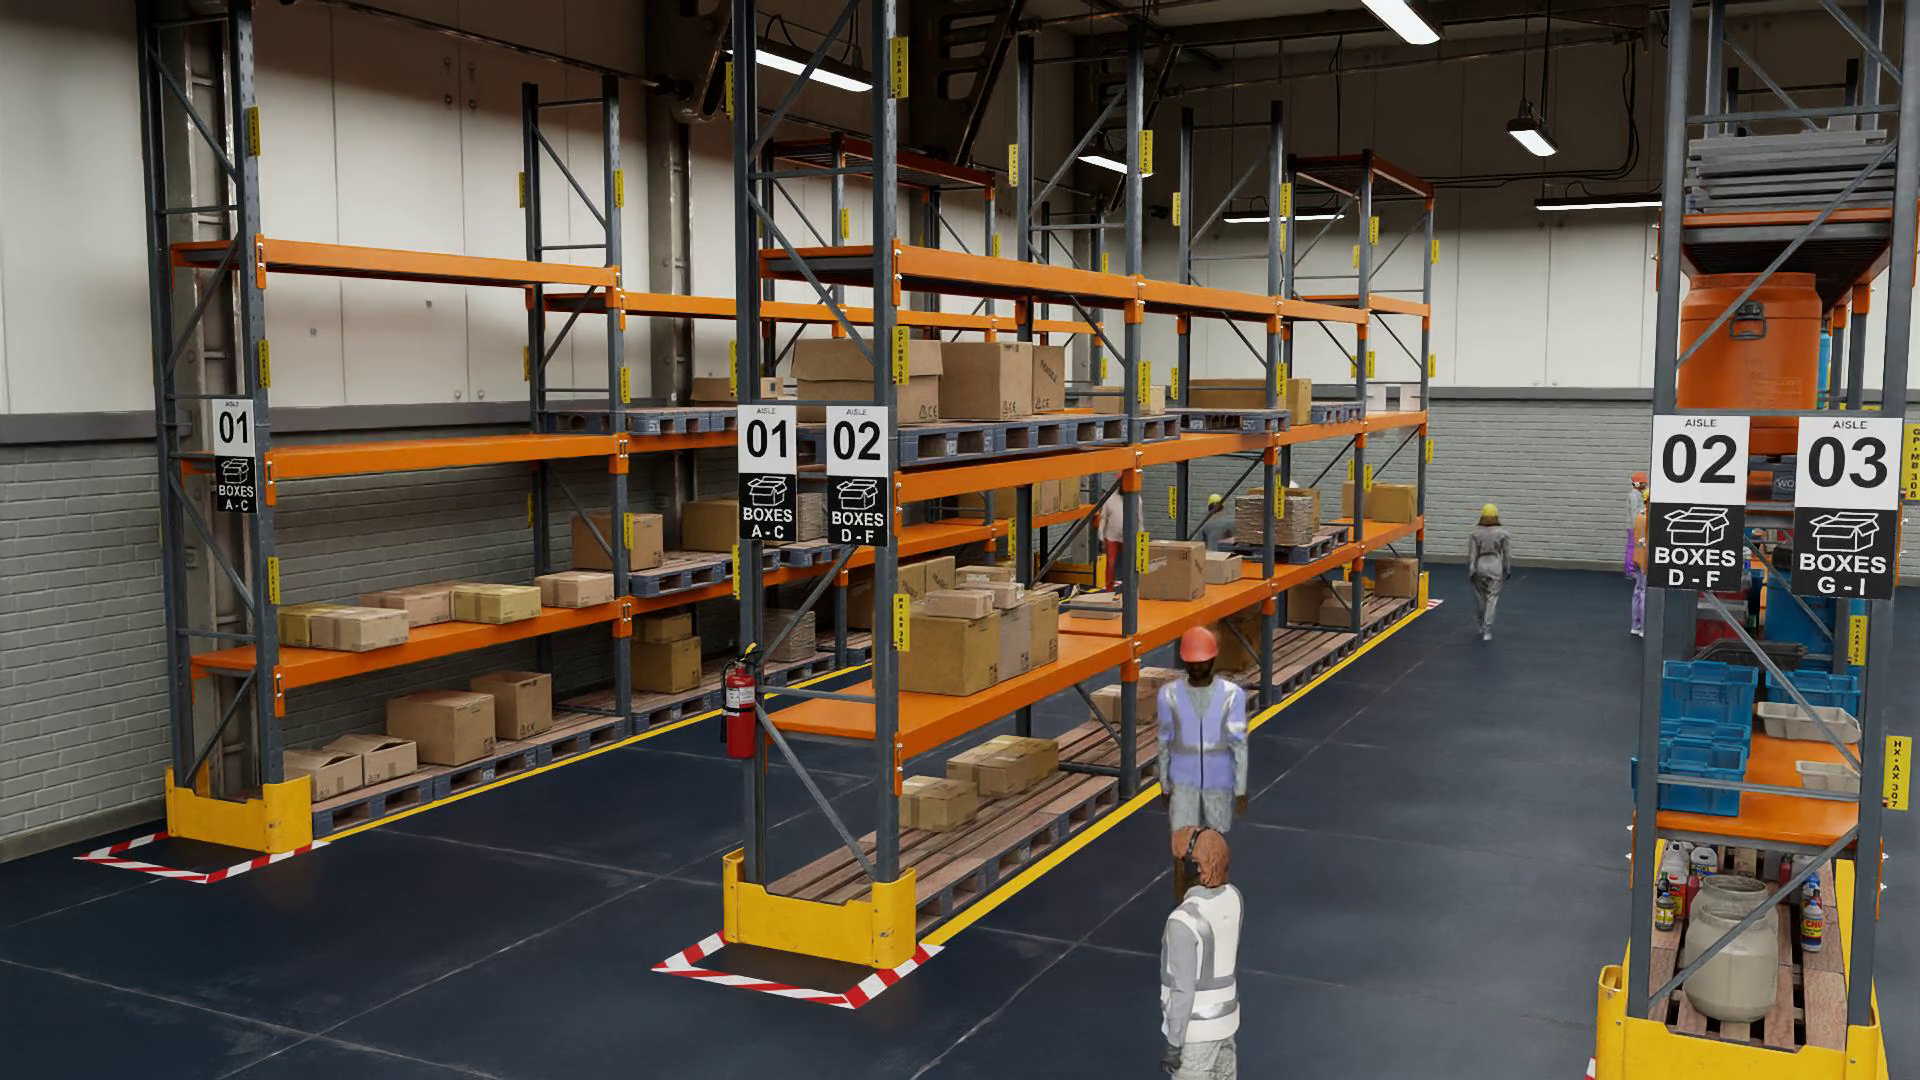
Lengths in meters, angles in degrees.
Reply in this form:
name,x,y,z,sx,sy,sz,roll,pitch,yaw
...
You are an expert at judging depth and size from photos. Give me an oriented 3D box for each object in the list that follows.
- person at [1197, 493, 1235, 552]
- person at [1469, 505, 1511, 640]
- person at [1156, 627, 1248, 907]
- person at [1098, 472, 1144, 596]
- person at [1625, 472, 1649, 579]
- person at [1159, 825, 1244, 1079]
name,x,y,z,sx,sy,sz,roll,pitch,yaw
person,3.455,0.246,22.440,0.546,1.751,0.534,2,6,15
person,6.773,0.400,21.267,0.493,1.695,0.918,3,7,26
person,1.451,1.461,10.024,0.548,1.882,0.992,1,6,8
person,2.334,-0.025,24.224,0.673,1.950,0.677,0,6,-5
person,11.070,-0.241,27.206,0.336,1.753,0.564,3,6,25
person,0.954,1.936,6.588,0.305,1.639,0.522,4,7,34
